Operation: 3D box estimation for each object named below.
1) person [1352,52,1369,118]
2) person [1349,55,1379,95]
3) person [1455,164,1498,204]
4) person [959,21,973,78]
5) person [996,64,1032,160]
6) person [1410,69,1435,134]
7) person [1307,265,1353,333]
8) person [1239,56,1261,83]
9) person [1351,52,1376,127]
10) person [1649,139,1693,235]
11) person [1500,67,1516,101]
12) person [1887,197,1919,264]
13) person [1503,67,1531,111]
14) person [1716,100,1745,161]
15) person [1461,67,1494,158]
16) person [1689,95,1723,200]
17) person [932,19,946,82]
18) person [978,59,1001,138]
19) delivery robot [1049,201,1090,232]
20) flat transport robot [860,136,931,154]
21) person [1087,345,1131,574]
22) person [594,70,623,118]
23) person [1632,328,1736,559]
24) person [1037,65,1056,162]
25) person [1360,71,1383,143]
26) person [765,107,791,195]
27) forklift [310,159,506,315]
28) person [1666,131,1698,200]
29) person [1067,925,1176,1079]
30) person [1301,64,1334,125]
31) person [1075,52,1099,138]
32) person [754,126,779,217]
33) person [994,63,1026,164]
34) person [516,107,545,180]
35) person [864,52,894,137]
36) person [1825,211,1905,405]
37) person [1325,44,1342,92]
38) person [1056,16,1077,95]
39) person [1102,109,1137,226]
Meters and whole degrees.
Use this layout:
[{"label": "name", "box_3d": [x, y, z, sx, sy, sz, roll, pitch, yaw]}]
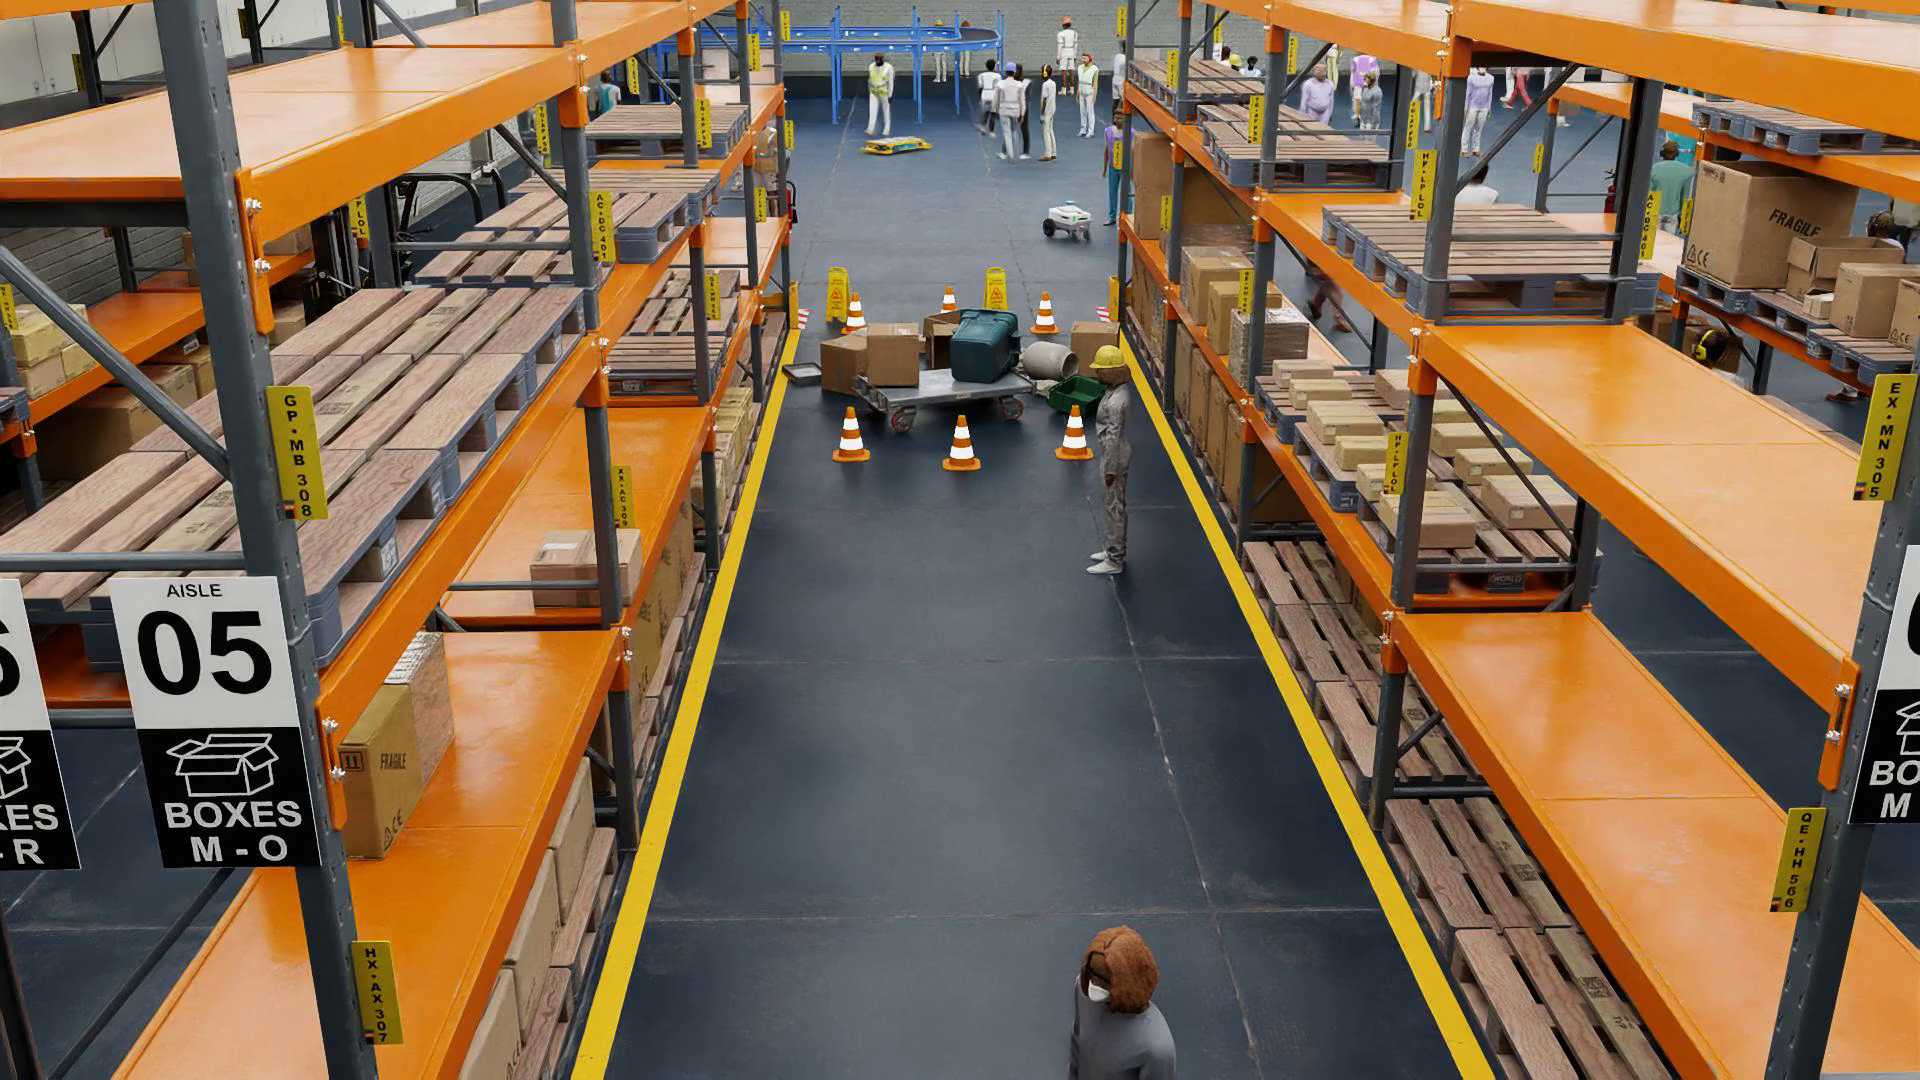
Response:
[{"label": "person", "box_3d": [9.585, -10.938, 39.685, 0.391, 1.729, 0.496, 16, 26, 36]}, {"label": "person", "box_3d": [10.830, -12.695, 44.092, 0.872, 1.918, 0.612, 18, 27, 39]}, {"label": "person", "box_3d": [6.223, -3.695, 20.369, 0.612, 1.859, 1.014, 8, 22, 21]}, {"label": "person", "box_3d": [0.157, -14.637, 49.606, 0.286, 1.633, 0.501, -18, 27, -40]}, {"label": "person", "box_3d": [1.106, -8.468, 32.989, 0.589, 1.864, 0.989, 13, 24, 30]}, {"label": "person", "box_3d": [10.247, -9.951, 36.941, 0.658, 1.840, 0.381, 0, 21, 0]}, {"label": "person", "box_3d": [4.462, -3.464, 19.760, 0.649, 1.882, 0.866, -13, 24, -30]}, {"label": "person", "box_3d": [6.505, -10.067, 37.469, 0.543, 1.668, 0.524, 5, 21, 13]}, {"label": "person", "box_3d": [9.270, -10.489, 38.308, 0.546, 1.885, 0.965, 3, 21, 8]}, {"label": "person", "box_3d": [9.153, -4.235, 21.691, 0.634, 1.936, 0.351, 0, 21, 0]}, {"label": "person", "box_3d": [14.373, -12.393, 43.409, 0.429, 1.835, 0.633, 2, 21, 6]}, {"label": "person", "box_3d": [11.973, -4.000, 21.211, 0.534, 1.836, 0.557, -11, 23, -26]}, {"label": "person", "box_3d": [13.966, -11.565, 41.375, 0.538, 1.723, 0.902, -15, 26, -35]}, {"label": "person", "box_3d": [11.889, -5.799, 25.746, 0.381, 1.994, 0.622, 7, 22, 18]}, {"label": "person", "box_3d": [10.394, -8.666, 33.407, 0.628, 1.936, 0.374, -5, 21, -13]}, {"label": "person", "box_3d": [12.480, -6.631, 27.882, 0.686, 2.000, 0.885, -2, 21, -6]}, {"label": "person", "box_3d": [-0.615, -14.245, 48.420, 0.492, 1.742, 0.316, -16, 26, -37]}, {"label": "person", "box_3d": [0.671, -9.657, 36.386, 0.541, 1.685, 0.390, 10, 23, 25]}, {"label": "delivery robot", "box_3d": [1.660, -4.898, 25.236, 0.477, 0.478, 0.707, -13, 24, -30]}, {"label": "flat transport robot", "box_3d": [-1.327, -8.188, 34.457, 0.652, 0.197, 1.431, 19, 28, 40]}, {"label": "person", "box_3d": [1.107, -0.599, 12.367, 0.321, 1.737, 0.483, 3, 21, 7]}, {"label": "person", "box_3d": [-6.852, -8.288, 32.597, 0.515, 1.808, 0.836, 3, 21, 7]}, {"label": "person", "box_3d": [5.416, -0.683, 12.419, 0.569, 1.847, 0.699, -7, 22, -18]}, {"label": "person", "box_3d": [1.730, -8.449, 32.946, 0.318, 1.862, 0.519, 9, 22, 21]}, {"label": "person", "box_3d": [7.620, -7.752, 31.009, 0.387, 1.927, 0.638, -4, 21, -10]}, {"label": "person", "box_3d": [-3.194, -6.981, 28.983, 0.554, 1.910, 0.558, 10, 23, 25]}, {"label": "forklift", "box_3d": [-5.622, -2.910, 17.832, 2.313, 2.155, 1.214, -1, 21, -1]}, {"label": "person", "box_3d": [11.359, -5.891, 26.205, 0.564, 1.838, 0.390, 8, 22, 19]}, {"label": "person", "box_3d": [0.531, 2.005, 5.635, 0.289, 1.629, 0.500, -12, 24, -29]}, {"label": "person", "box_3d": [7.060, -8.455, 32.915, 0.650, 1.888, 0.662, -2, 21, -6]}, {"label": "person", "box_3d": [2.788, -9.725, 36.347, 0.394, 1.836, 0.560, -18, 27, -39]}, {"label": "person", "box_3d": [-3.031, -5.685, 25.539, 0.543, 1.927, 0.384, 3, 21, 9]}, {"label": "person", "box_3d": [0.961, -8.447, 32.882, 0.597, 1.883, 0.989, -4, 21, -10]}, {"label": "person", "box_3d": [-7.374, -6.865, 28.784, 0.589, 1.837, 0.404, 16, 26, 36]}, {"label": "person", "box_3d": [-1.786, -9.776, 36.524, 0.653, 1.797, 0.925, 9, 22, 22]}, {"label": "person", "box_3d": [9.050, -2.310, 16.601, 0.628, 1.940, 0.378, -10, 23, -25]}, {"label": "person", "box_3d": [10.259, -13.261, 45.674, 0.390, 1.846, 0.565, -10, 23, -24]}, {"label": "person", "box_3d": [2.865, -13.055, 44.854, 0.605, 2.045, 0.385, -11, 23, -26]}, {"label": "person", "box_3d": [2.517, -5.821, 26.035, 0.562, 1.835, 0.400, 15, 25, 34]}]
